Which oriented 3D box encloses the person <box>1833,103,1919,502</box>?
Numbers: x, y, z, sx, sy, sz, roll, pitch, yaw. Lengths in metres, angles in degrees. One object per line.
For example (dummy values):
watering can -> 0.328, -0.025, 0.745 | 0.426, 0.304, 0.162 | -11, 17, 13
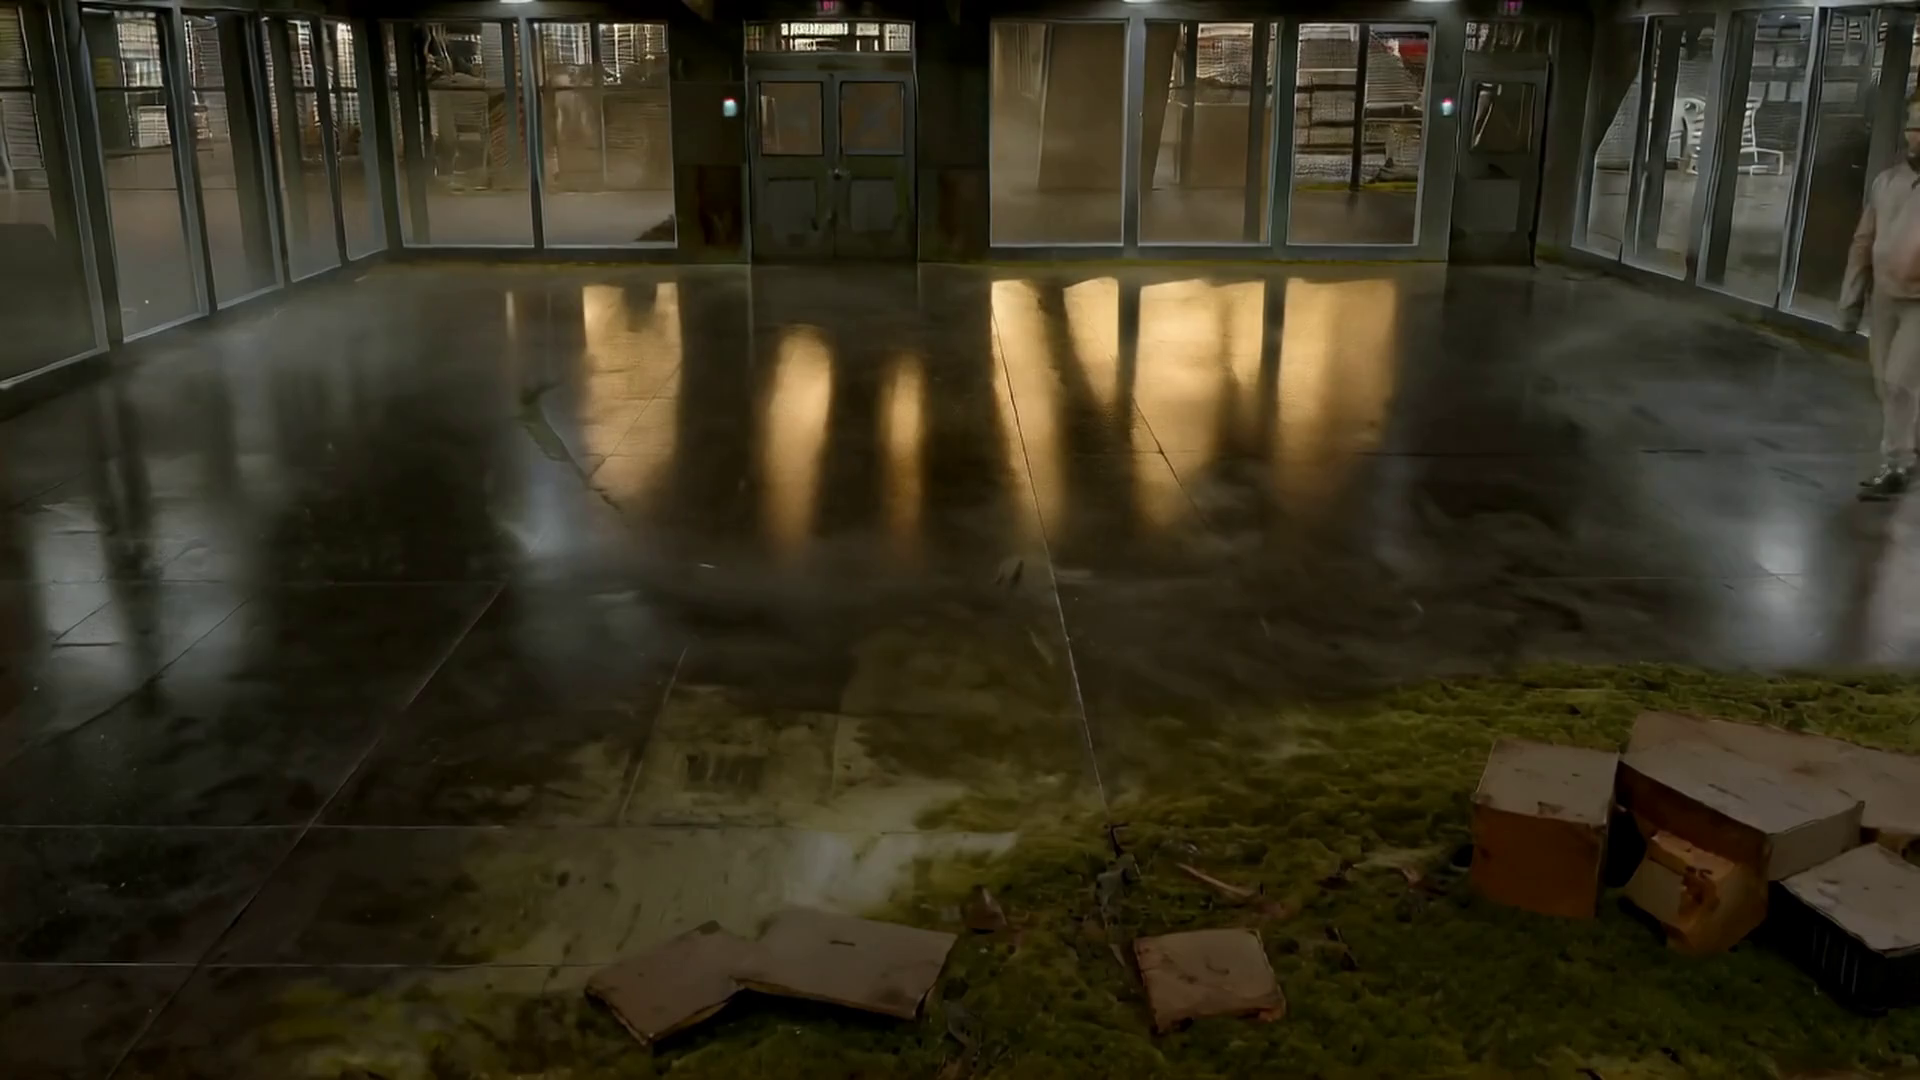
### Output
person -> 4.540, -1.140, 8.027 | 0.726, 1.879, 0.673 | -7, 18, -23
